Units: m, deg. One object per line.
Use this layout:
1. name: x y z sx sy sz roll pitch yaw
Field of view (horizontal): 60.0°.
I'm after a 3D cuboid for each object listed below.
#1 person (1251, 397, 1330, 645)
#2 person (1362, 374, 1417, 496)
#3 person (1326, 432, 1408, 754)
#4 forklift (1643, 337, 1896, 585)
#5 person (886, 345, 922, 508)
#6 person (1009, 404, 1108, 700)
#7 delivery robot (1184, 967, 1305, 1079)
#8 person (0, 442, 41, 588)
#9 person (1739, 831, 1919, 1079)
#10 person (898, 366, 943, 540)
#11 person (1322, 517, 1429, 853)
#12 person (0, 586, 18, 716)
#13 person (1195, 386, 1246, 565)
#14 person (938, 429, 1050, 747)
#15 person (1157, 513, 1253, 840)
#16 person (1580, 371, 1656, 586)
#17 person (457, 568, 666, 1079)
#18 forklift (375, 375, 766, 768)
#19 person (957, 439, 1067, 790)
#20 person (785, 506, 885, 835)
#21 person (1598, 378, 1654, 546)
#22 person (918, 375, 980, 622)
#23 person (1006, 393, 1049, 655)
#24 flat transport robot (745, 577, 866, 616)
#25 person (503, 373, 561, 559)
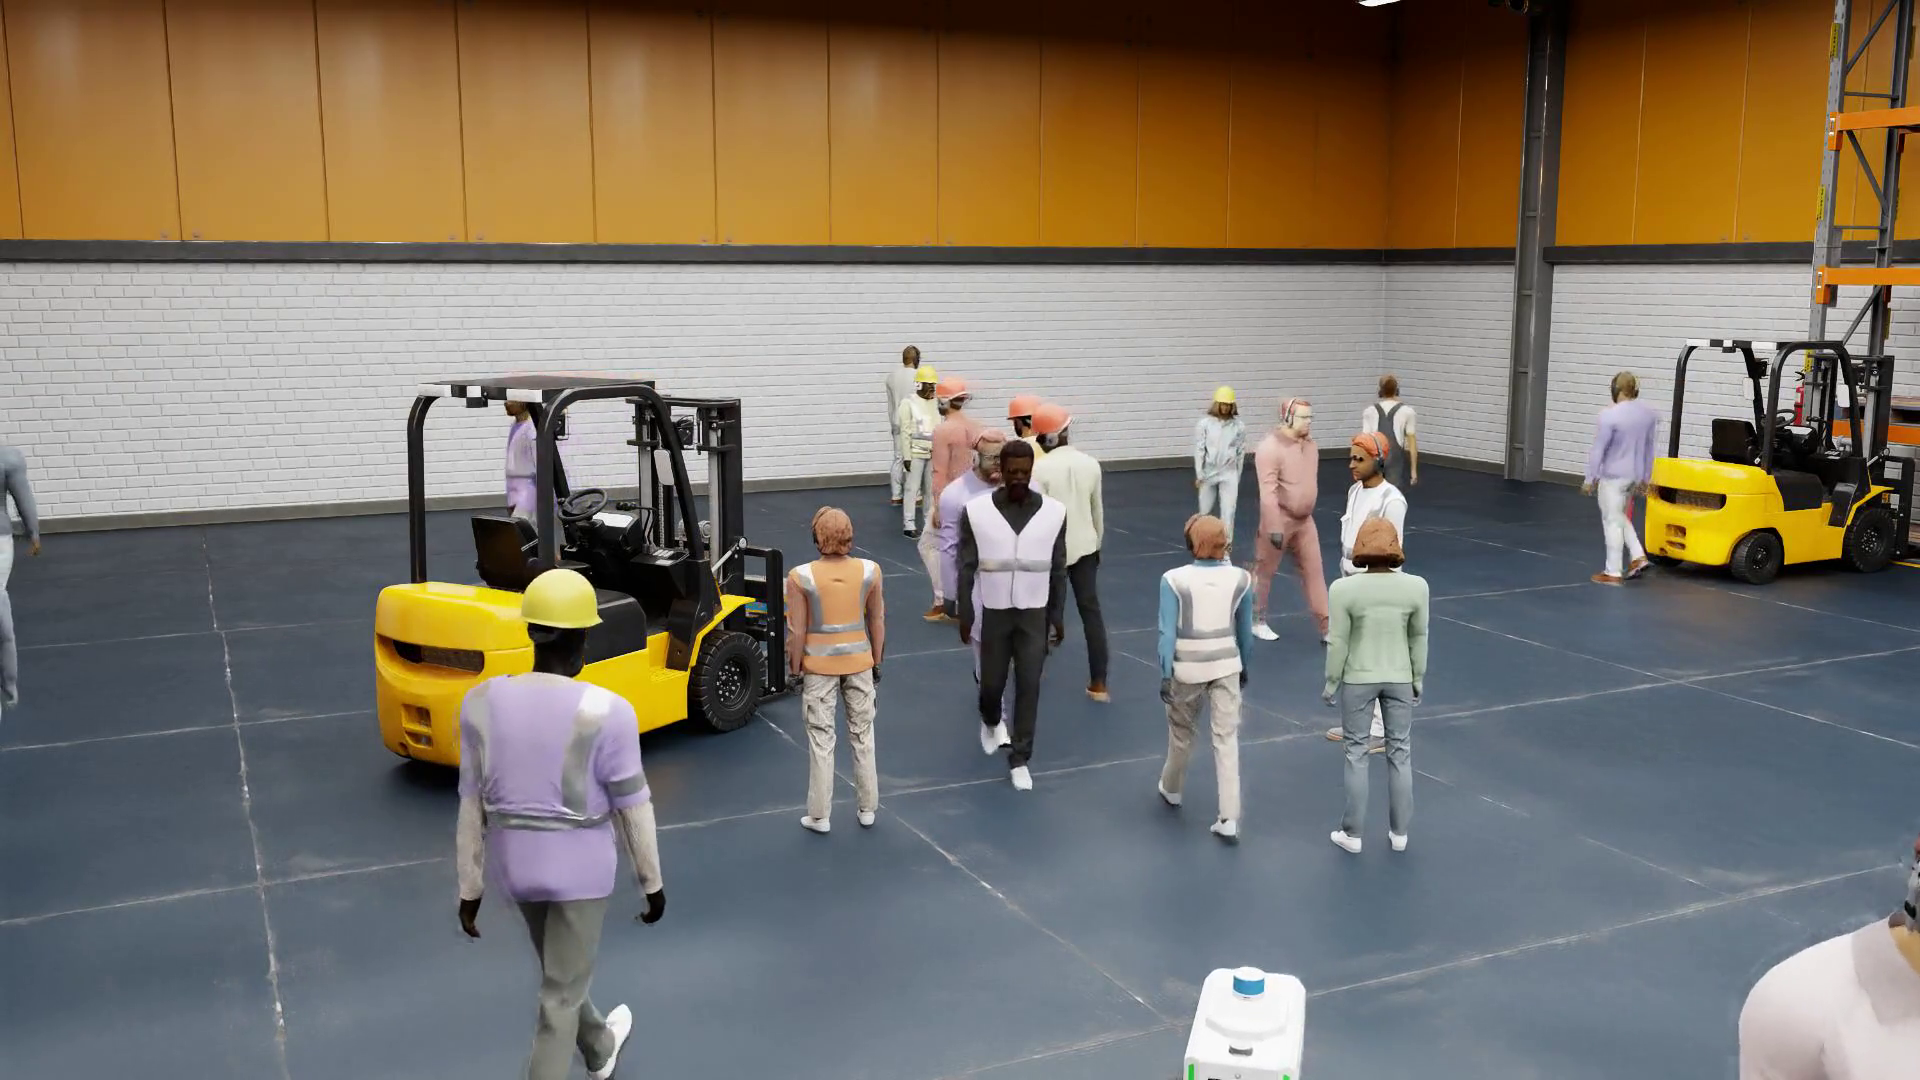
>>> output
1. person: 2.524 -0.123 12.390 0.677 1.857 0.964 -7 12 -38
2. person: 4.181 -0.715 16.306 0.549 1.800 0.929 4 10 22
3. person: 2.395 0.305 9.712 0.343 1.878 0.582 -2 9 -10
4. forklift: 7.551 -0.789 15.507 2.313 2.155 1.214 -4 10 -25
5. person: -0.601 -1.338 19.746 0.628 1.933 0.368 7 11 36
6. person: 0.671 0.061 11.058 0.665 1.920 1.028 -5 10 -27
7. delivery robot: 0.923 1.619 5.348 0.477 0.478 0.707 2 10 14
8. person: -6.798 -0.031 11.650 0.659 1.914 0.712 -1 9 -7
9. person: 1.716 1.380 2.986 0.681 1.889 0.450 0 9 2
10. person: -0.381 -0.915 17.449 0.592 1.822 0.403 -9 13 -44
11. person: 1.999 0.697 8.016 0.498 1.633 0.278 0 9 -3
12. person: -4.739 0.736 7.878 0.500 1.597 0.816 -5 11 -31
13. person: 2.506 -0.645 16.084 0.487 1.717 0.720 0 9 2
14. person: 0.192 0.244 10.084 0.684 1.869 0.869 -3 10 -16
15. person: 1.237 0.662 8.376 0.537 1.583 0.859 -2 9 -11
16. person: 5.870 -0.539 14.827 0.645 1.922 0.440 -6 11 -32
17. person: -1.218 1.013 5.307 0.601 1.871 0.985 3 10 19
18. forklift: -2.268 0.149 9.685 1.214 2.155 2.313 6 11 32
19. person: 0.287 0.378 9.158 0.608 1.904 0.641 -1 9 -6
20. person: -0.618 0.651 8.283 0.514 1.642 0.310 -4 10 -21
21. person: 6.747 -0.801 16.965 0.549 1.733 0.798 6 11 33
22. person: -0.086 -0.313 13.206 0.571 1.974 0.662 7 11 36
23. person: 0.503 -0.114 12.182 0.547 1.913 0.525 -5 10 -28
24. flat transport robot: -1.508 0.468 13.652 1.431 0.197 0.652 4 10 24
25. person: -3.382 -0.330 13.225 0.980 2.013 0.612 -5 10 -26
